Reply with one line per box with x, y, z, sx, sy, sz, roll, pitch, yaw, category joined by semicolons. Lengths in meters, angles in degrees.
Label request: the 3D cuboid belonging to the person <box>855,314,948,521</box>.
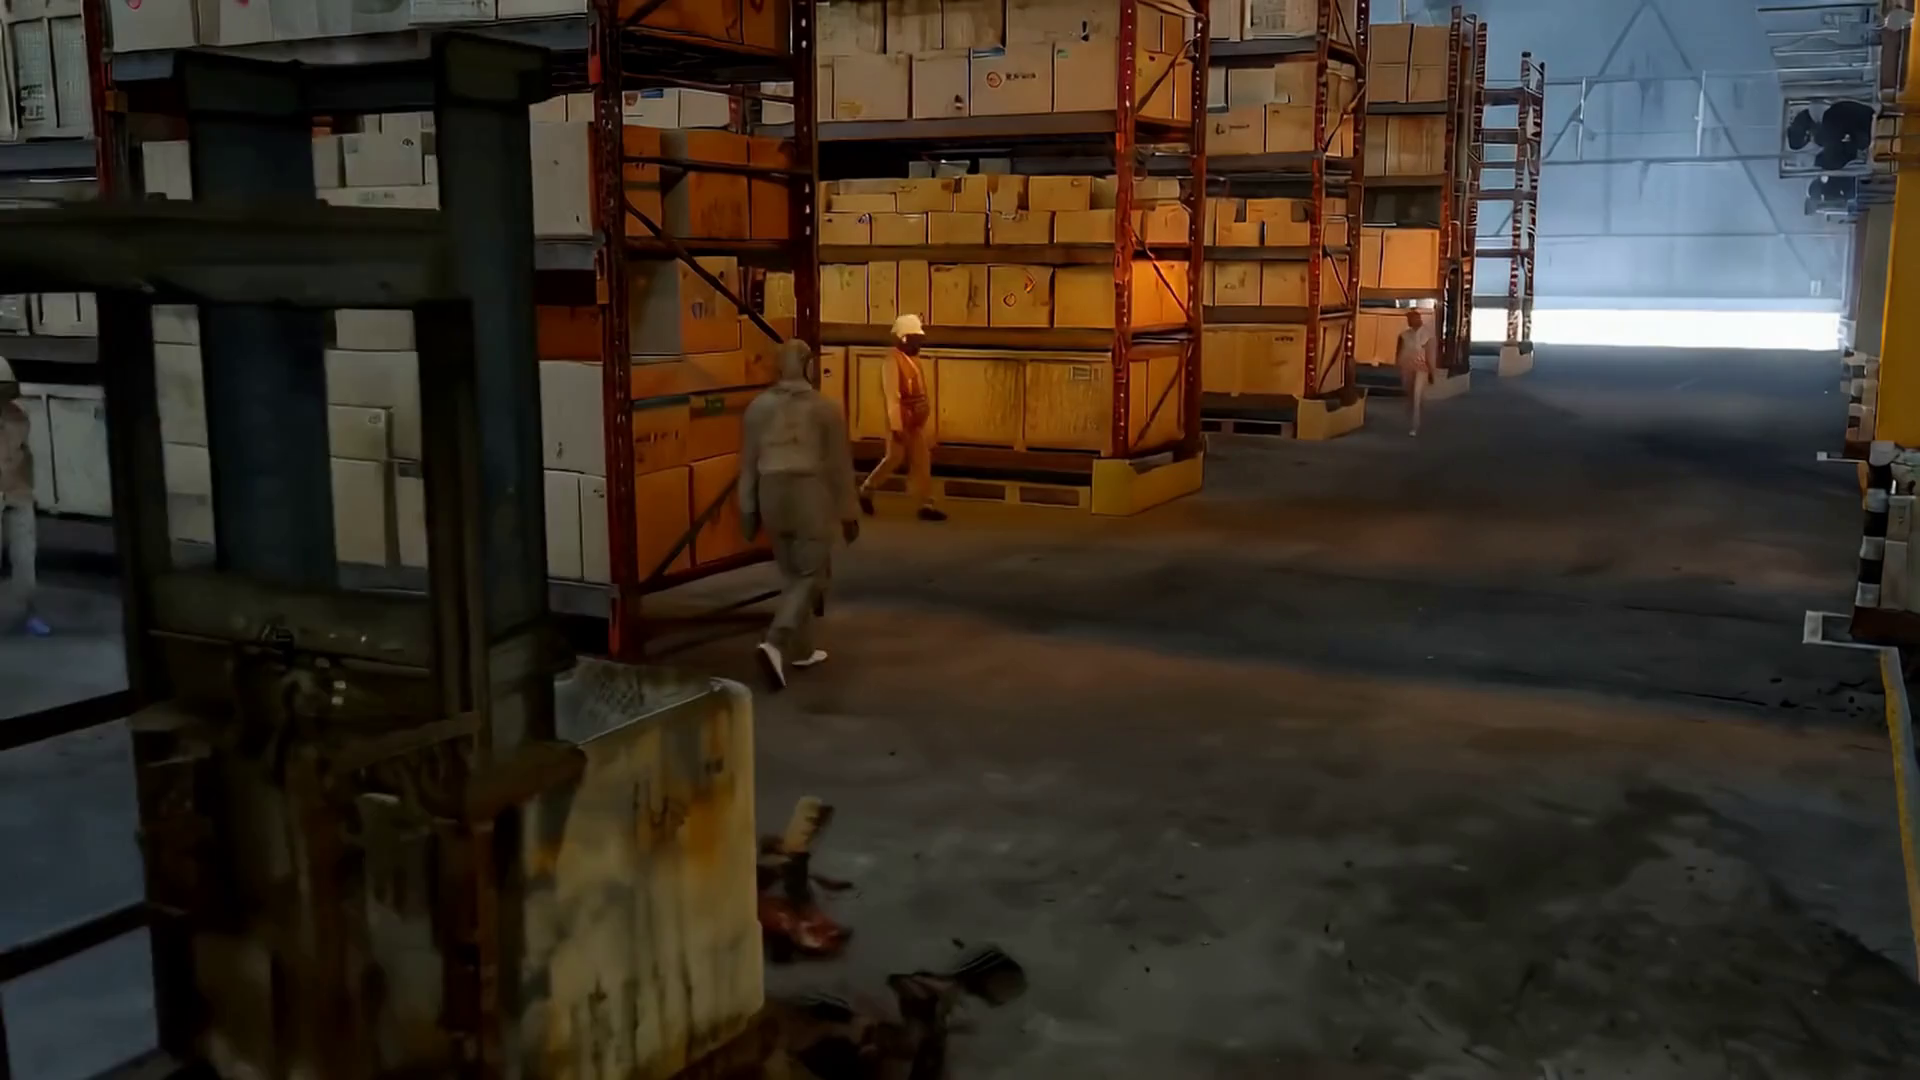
-0.525;-1.070;14.535;0.813;1.807;0.596;5;11;25;person

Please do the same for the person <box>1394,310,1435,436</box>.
5.892;-2.165;21.463;0.506;1.606;0.711;7;12;37;person

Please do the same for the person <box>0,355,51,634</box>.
-5.934;-0.279;10.197;0.646;1.727;0.492;5;11;26;person

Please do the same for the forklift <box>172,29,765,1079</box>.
-1.449;0.171;4.254;1.129;2.768;1.873;5;11;27;forklift

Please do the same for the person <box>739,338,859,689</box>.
-0.926;-0.152;9.040;0.637;1.877;0.842;5;11;28;person
